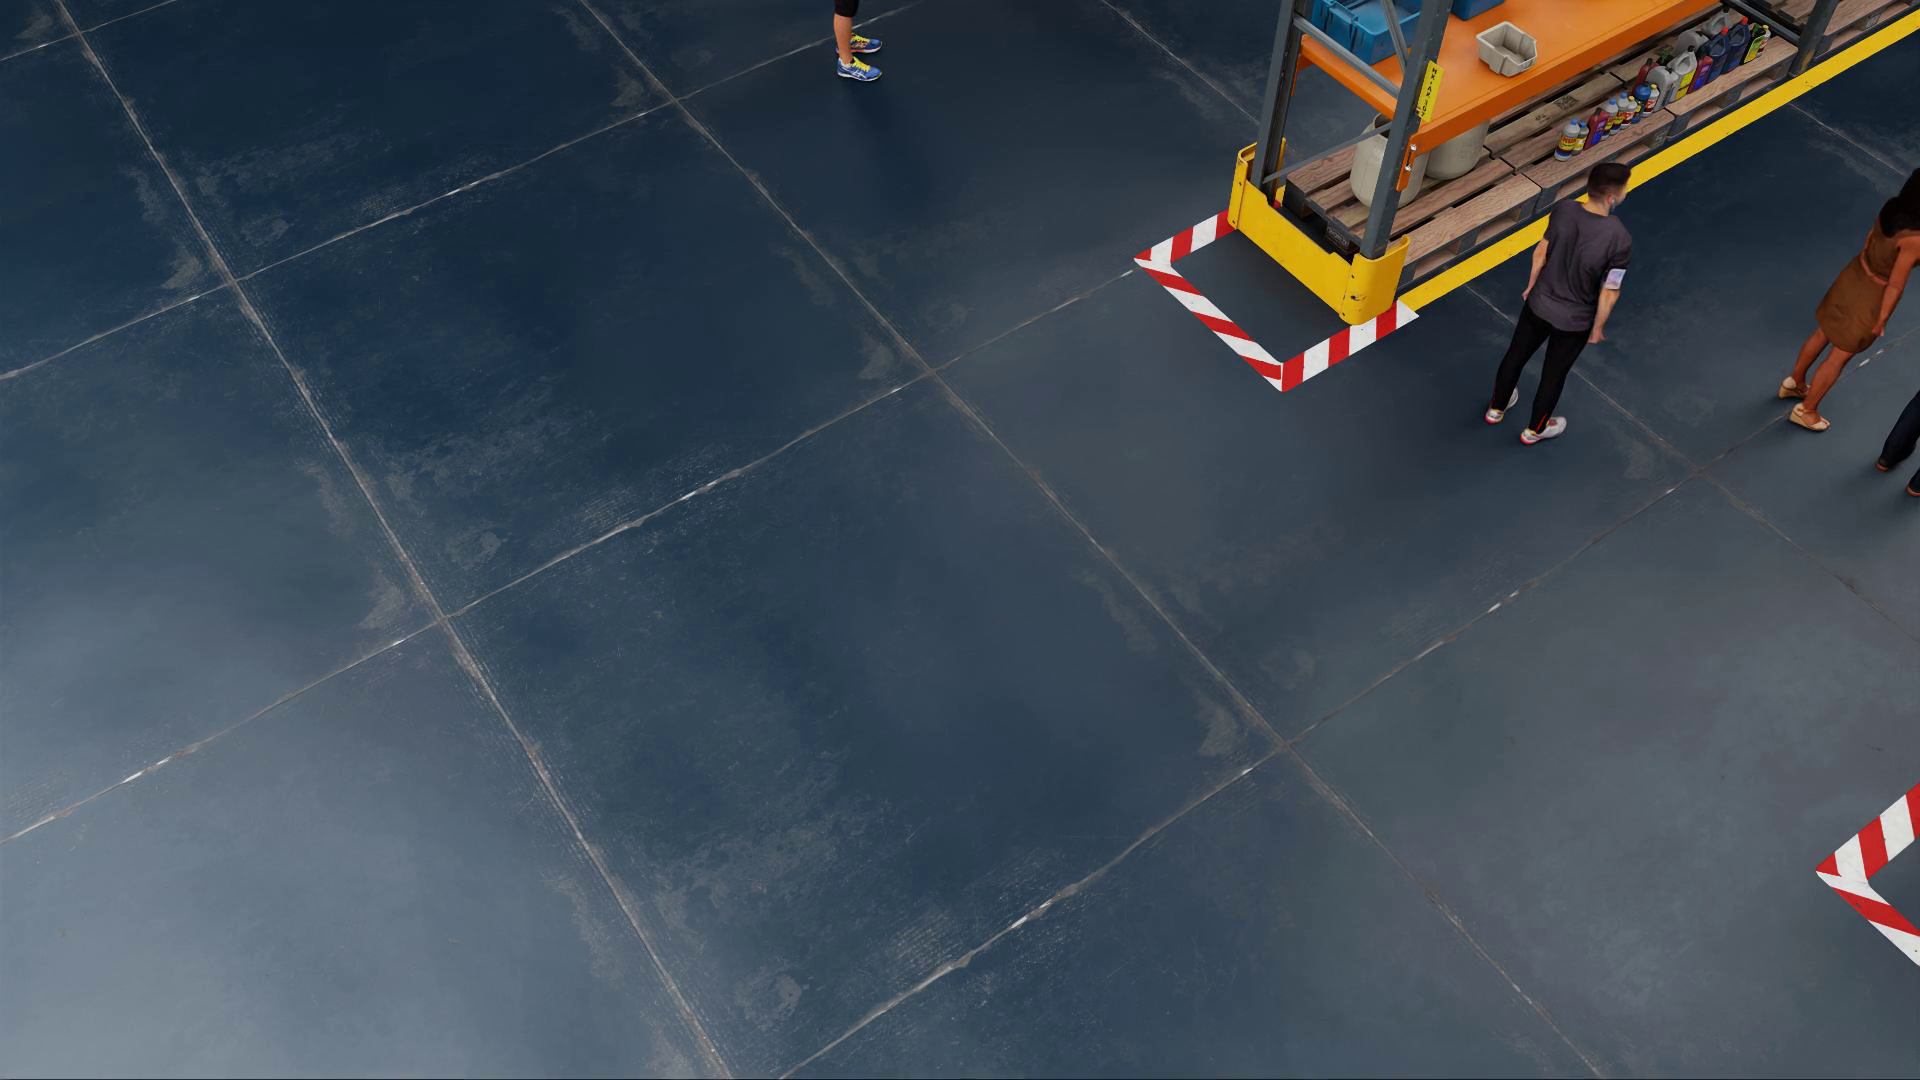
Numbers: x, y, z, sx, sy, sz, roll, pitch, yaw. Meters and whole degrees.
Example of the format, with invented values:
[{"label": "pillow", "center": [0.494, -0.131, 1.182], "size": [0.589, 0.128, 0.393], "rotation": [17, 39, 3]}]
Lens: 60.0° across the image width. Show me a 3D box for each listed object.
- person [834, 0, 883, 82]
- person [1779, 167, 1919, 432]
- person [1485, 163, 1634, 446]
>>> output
[{"label": "person", "center": [-0.719, -3.810, 10.496], "size": [0.742, 1.869, 0.707], "rotation": [1, 52, 1]}, {"label": "person", "center": [4.693, -1.263, 8.637], "size": [0.687, 1.690, 0.644], "rotation": [4, 52, 3]}, {"label": "person", "center": [3.086, -1.201, 8.543], "size": [0.565, 1.762, 0.649], "rotation": [-35, 60, -24]}]
